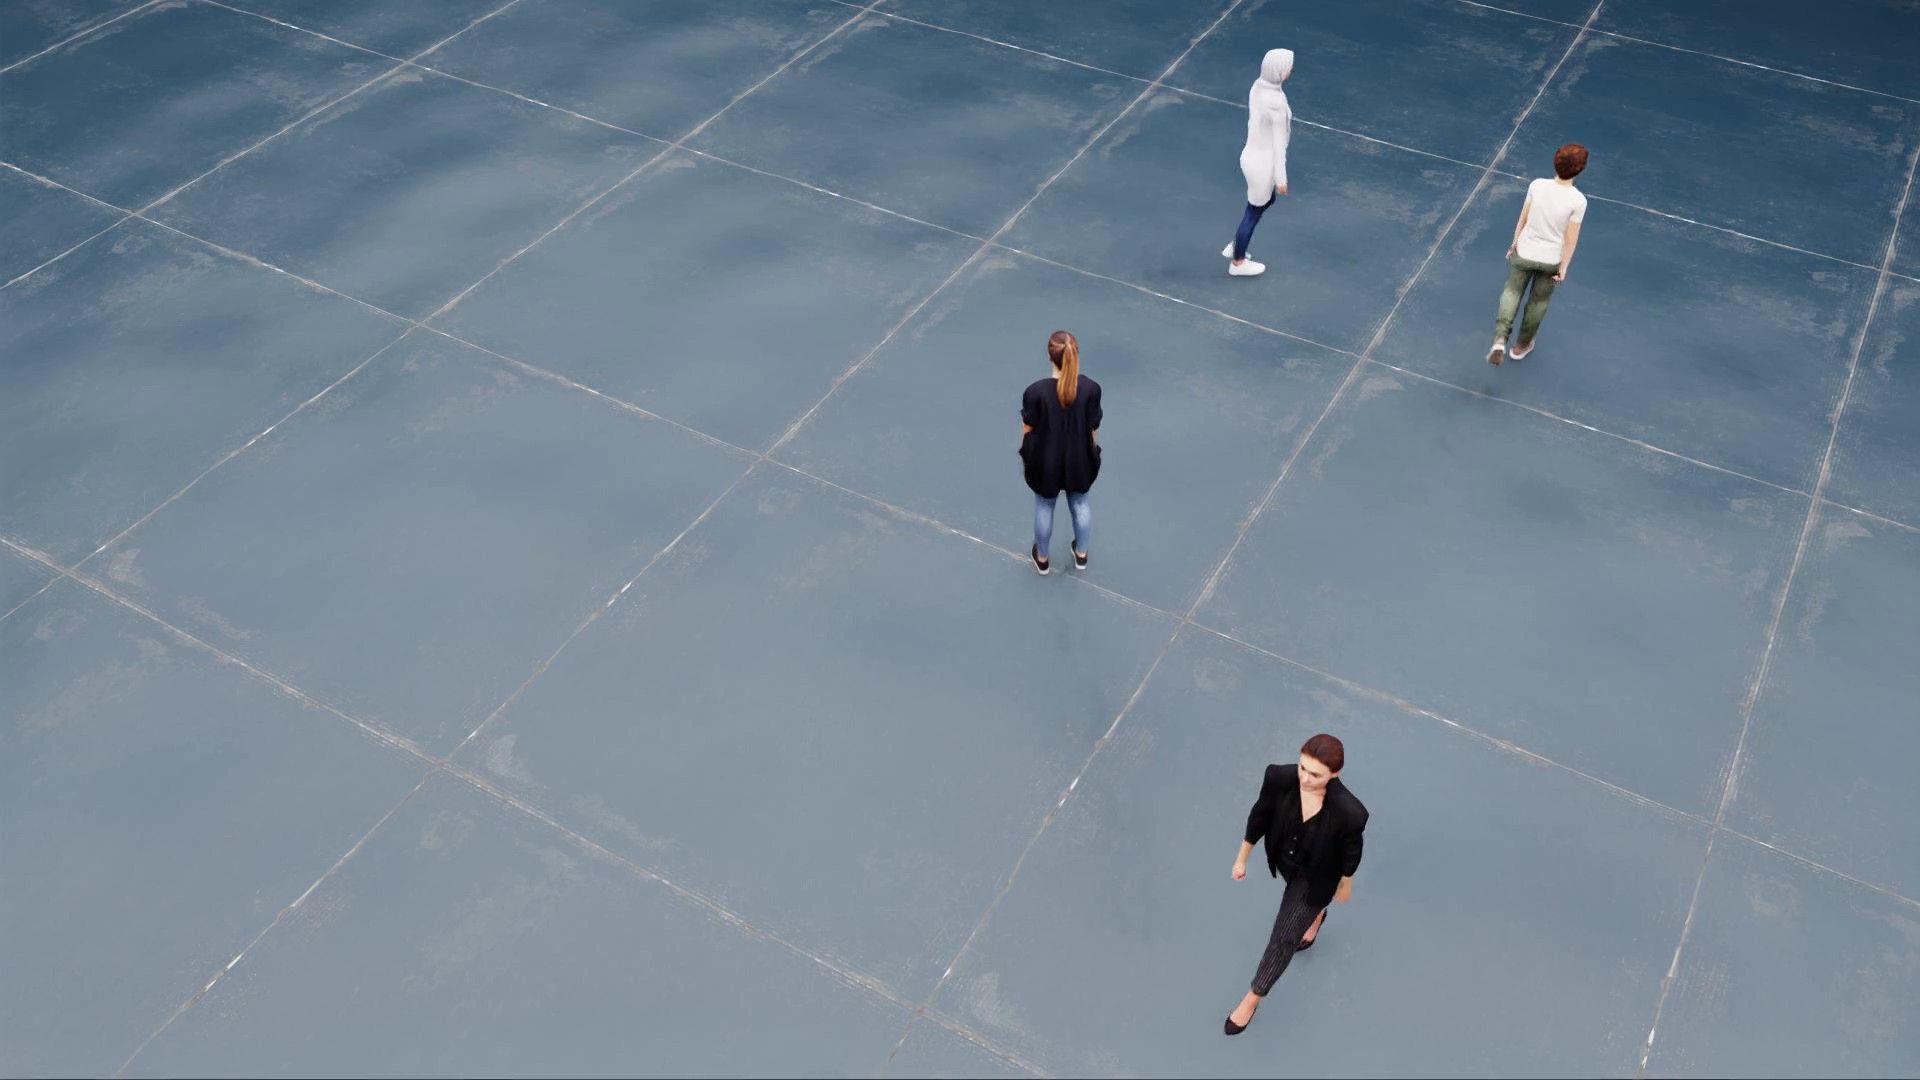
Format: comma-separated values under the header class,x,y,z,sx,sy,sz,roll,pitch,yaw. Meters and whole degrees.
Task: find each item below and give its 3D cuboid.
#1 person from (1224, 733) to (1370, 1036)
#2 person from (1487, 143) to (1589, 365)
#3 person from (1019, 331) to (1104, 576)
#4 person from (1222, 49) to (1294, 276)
class,x,y,z,sx,sy,sz,roll,pitch,yaw
person,1.570,1.399,7.447,0.774,1.665,1.146,29,50,28
person,3.806,-1.839,11.032,0.586,1.639,0.884,24,47,24
person,0.566,-0.454,9.479,0.730,1.678,0.750,-1,42,-1
person,2.050,-2.640,11.820,0.791,1.767,0.712,-5,42,-5
